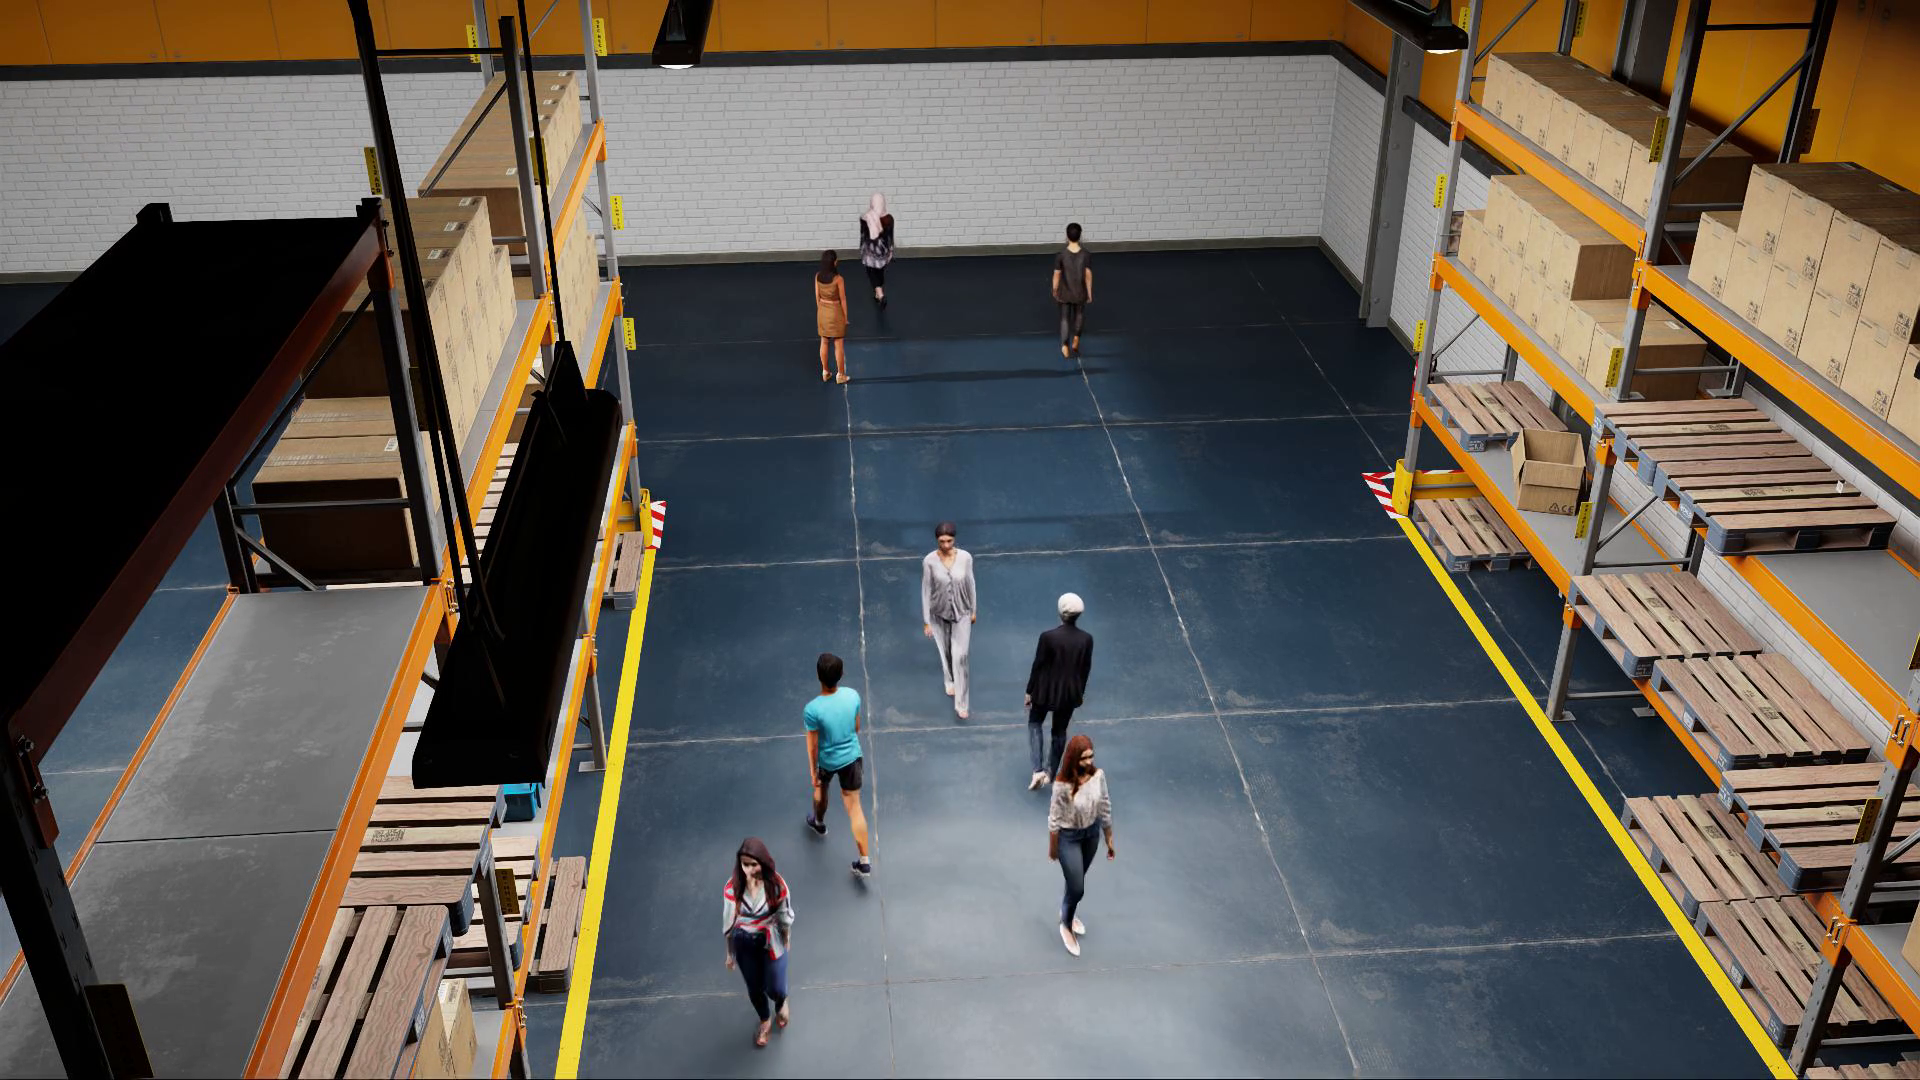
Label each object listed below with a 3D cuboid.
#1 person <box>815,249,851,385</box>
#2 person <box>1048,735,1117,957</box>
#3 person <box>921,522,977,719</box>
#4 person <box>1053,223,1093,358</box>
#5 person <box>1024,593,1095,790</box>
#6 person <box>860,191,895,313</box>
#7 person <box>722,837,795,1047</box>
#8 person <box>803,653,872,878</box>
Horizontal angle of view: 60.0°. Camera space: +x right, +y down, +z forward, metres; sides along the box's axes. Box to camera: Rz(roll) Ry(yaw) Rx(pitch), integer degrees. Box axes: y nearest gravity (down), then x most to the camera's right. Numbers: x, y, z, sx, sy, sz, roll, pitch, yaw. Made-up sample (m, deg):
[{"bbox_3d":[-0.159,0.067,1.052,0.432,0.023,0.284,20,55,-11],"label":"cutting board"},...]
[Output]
[{"bbox_3d":[-1.573,-2.733,20.354,0.647,1.686,0.669,14,32,24],"label":"person"},{"bbox_3d":[0.768,2.030,11.595,0.722,1.713,0.788,-17,33,-28],"label":"person"},{"bbox_3d":[-0.095,0.581,14.217,0.653,1.745,0.905,0,29,-1],"label":"person"},{"bbox_3d":[1.424,-3.138,21.086,0.690,1.697,0.767,0,29,0],"label":"person"},{"bbox_3d":[0.741,1.279,13.152,0.771,1.757,0.707,-5,29,-10],"label":"person"},{"bbox_3d":[-1.113,-3.889,22.557,0.779,1.607,1.090,-8,30,-15],"label":"person"},{"bbox_3d":[-1.290,2.548,10.762,0.640,1.601,0.656,2,29,3],"label":"person"},{"bbox_3d":[-0.848,1.682,12.218,0.855,1.728,1.263,-12,31,-21],"label":"person"}]
